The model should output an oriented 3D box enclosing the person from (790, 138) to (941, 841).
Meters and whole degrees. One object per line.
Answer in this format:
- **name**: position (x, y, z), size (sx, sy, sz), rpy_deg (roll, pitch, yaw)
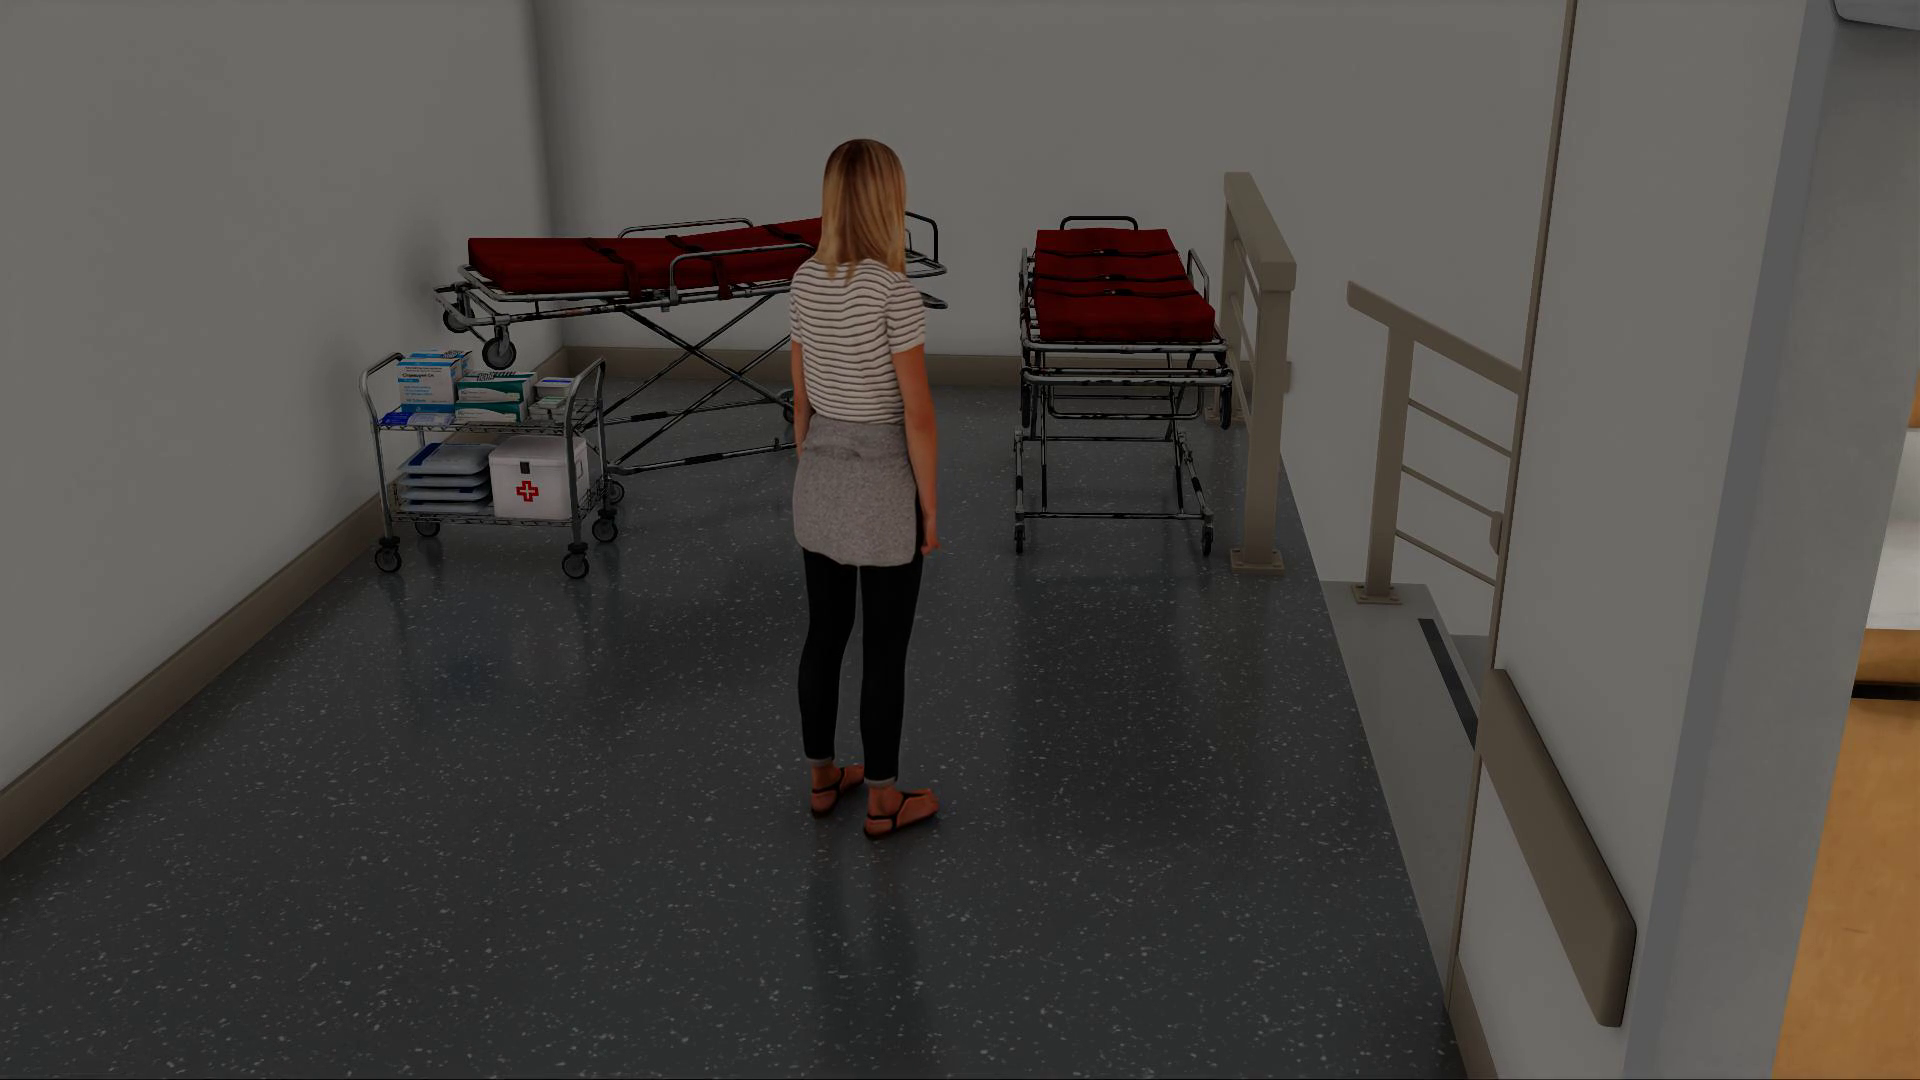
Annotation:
- **person**: position (-0.266, -0.099, 4.273), size (0.664, 1.825, 0.664), rpy_deg (12, 24, 29)
